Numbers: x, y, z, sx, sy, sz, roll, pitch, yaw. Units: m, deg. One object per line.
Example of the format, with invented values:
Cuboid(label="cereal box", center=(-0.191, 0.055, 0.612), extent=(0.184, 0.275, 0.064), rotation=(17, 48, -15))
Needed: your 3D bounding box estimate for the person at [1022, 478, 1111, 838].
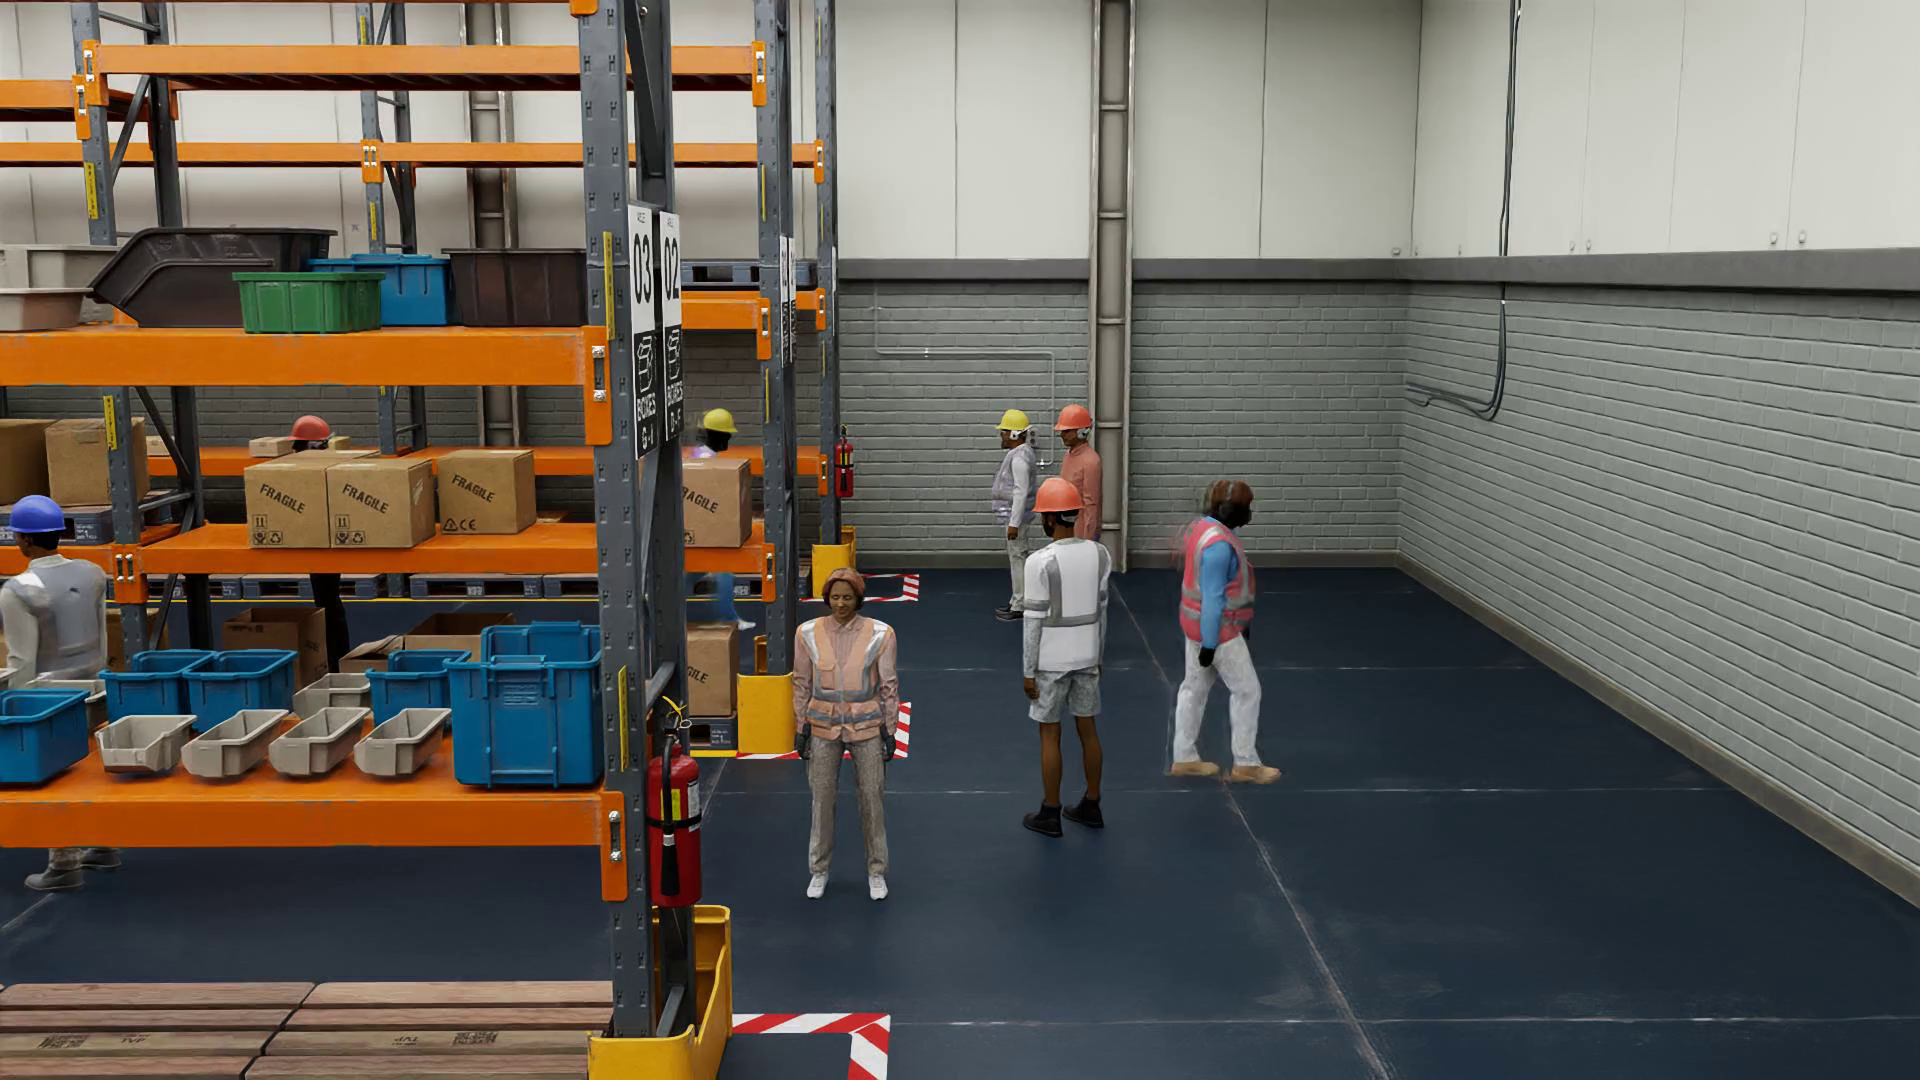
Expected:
Cuboid(label="person", center=(0.543, 0.627, 8.935), extent=(0.548, 1.929, 0.387), rotation=(-6, 11, -31))

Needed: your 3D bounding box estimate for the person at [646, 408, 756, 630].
Cuboid(label="person", center=(-2.166, -0.156, 13.854), extent=(0.811, 1.891, 0.586), rotation=(-3, 10, -18))

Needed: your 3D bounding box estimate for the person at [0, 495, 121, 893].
Cuboid(label="person", center=(-4.405, 0.747, 8.127), extent=(0.395, 1.949, 0.602), rotation=(2, 10, 14))

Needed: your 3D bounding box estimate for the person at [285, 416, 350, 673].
Cuboid(label="person", center=(-4.592, 0.102, 11.942), extent=(0.377, 1.995, 0.608), rotation=(-5, 10, -26))

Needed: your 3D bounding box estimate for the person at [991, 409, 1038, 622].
Cuboid(label="person", center=(0.469, -0.211, 14.357), extent=(0.403, 1.833, 0.586), rotation=(0, 9, 3))

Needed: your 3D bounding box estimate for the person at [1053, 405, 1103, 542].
Cuboid(label="person", center=(0.913, -0.069, 13.026), extent=(0.406, 1.986, 0.613), rotation=(-2, 10, -15))

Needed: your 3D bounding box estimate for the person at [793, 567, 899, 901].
Cuboid(label="person", center=(-0.544, 0.930, 7.990), extent=(0.514, 1.630, 0.318), rotation=(1, 9, 4))

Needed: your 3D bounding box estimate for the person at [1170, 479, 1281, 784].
Cuboid(label="person", center=(1.615, 0.540, 9.831), extent=(0.769, 1.810, 0.643), rotation=(-1, 9, -4))
